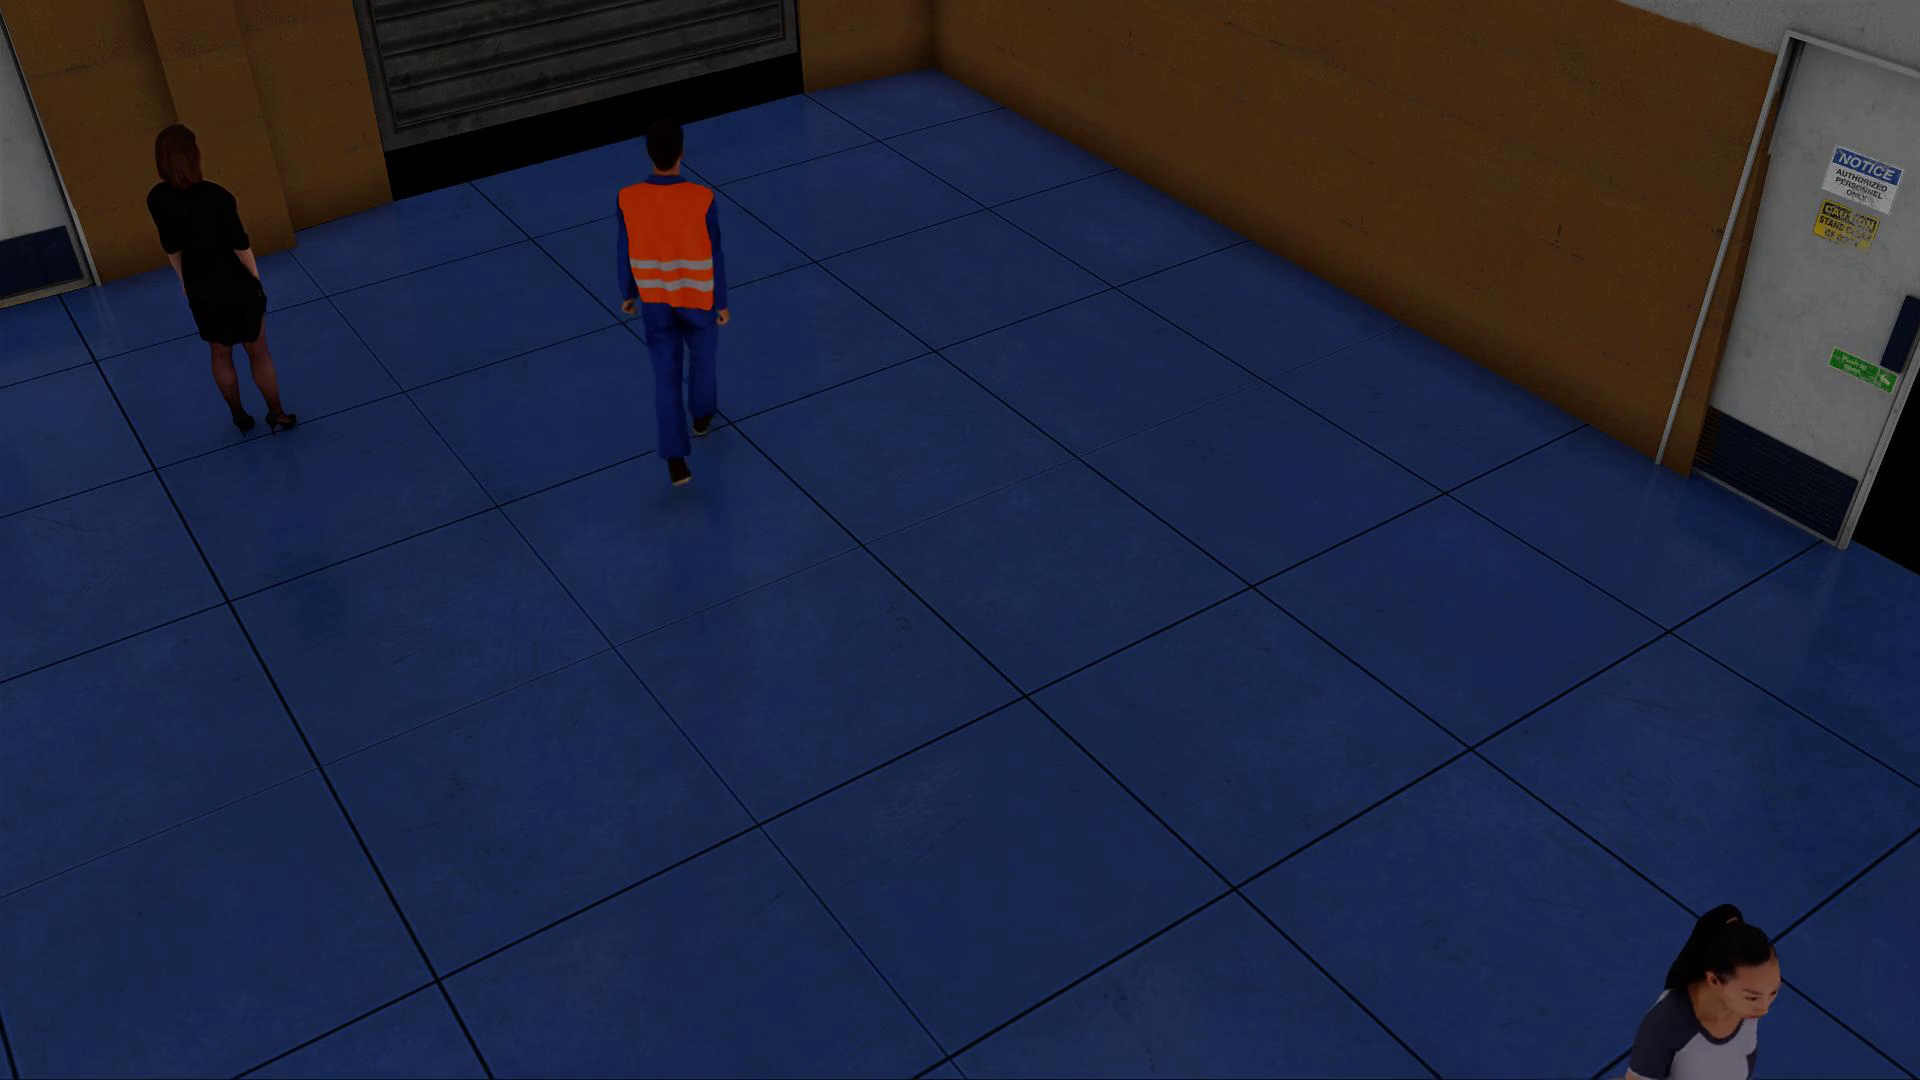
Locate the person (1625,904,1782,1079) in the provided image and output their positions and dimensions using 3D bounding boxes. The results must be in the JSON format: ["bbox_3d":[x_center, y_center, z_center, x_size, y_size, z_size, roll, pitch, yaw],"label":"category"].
[{"bbox_3d":[1.898,1.592,4.688,1.079,1.606,0.855,-13,39,-17],"label":"person"}]

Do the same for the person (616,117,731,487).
[{"bbox_3d":[-1.392,-1.113,8.108,1.243,1.828,1.171,-2,37,-2],"label":"person"}]

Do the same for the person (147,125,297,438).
[{"bbox_3d":[-3.744,-1.280,8.418,0.625,1.706,0.718,1,37,1],"label":"person"}]
